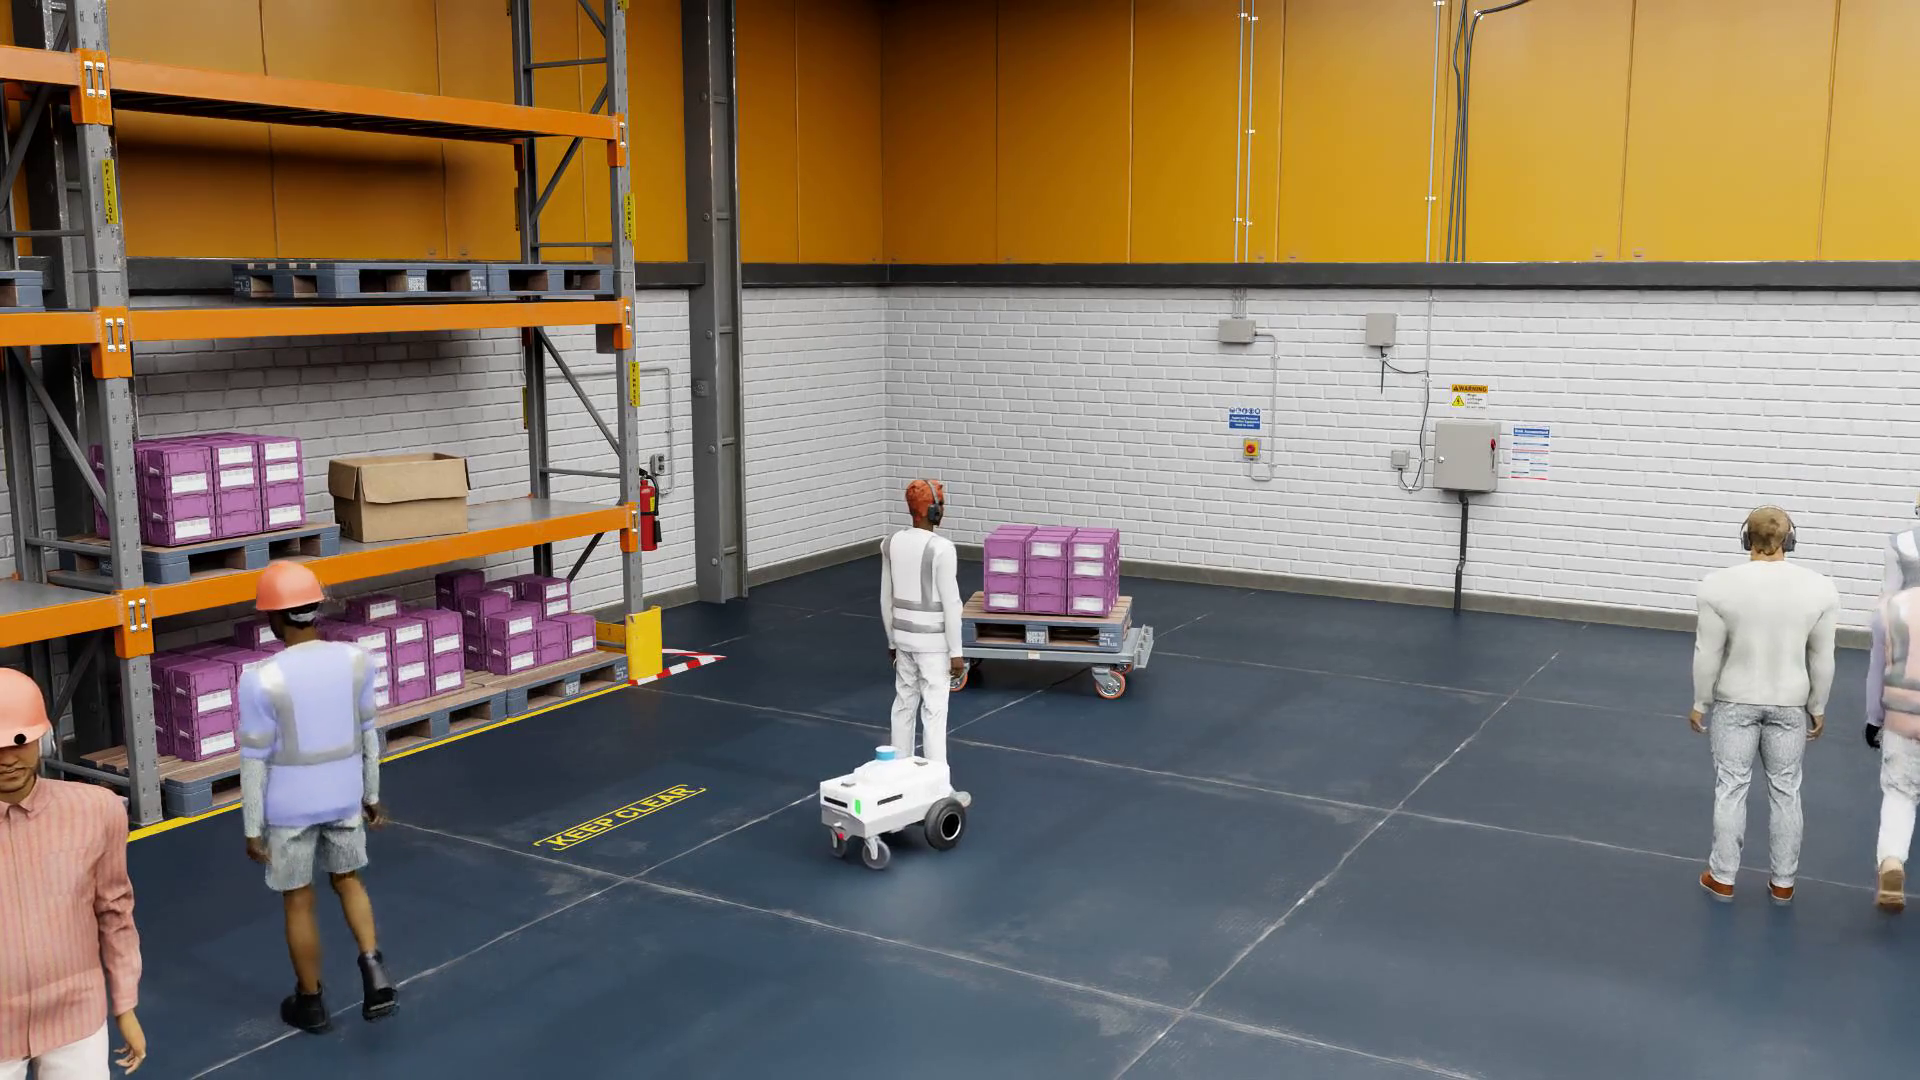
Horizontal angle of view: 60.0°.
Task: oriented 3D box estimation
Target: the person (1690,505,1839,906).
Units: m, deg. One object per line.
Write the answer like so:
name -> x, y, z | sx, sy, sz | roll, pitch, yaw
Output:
person -> 3.835, 0.796, 7.988 | 0.627, 1.935, 0.371 | 2, 9, 15

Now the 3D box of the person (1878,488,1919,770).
person -> 5.802, 0.530, 9.970 | 0.591, 1.829, 0.404 | 2, 9, 12

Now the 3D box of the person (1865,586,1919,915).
person -> 4.557, 0.888, 7.770 | 0.623, 1.819, 0.682 | 6, 11, 35

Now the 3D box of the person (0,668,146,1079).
person -> -2.541, 1.320, 4.522 | 0.612, 1.995, 0.376 | -8, 12, -42

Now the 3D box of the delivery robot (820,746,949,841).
delivery robot -> -0.389, 1.322, 8.699 | 0.477, 0.478, 0.707 | 9, 13, 44

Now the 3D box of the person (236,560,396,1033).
person -> -2.526, 1.032, 6.533 | 0.556, 1.924, 0.572 | 8, 12, 43

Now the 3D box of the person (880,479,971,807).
person -> -0.202, 0.592, 9.415 | 0.573, 1.883, 0.357 | 9, 13, 44
